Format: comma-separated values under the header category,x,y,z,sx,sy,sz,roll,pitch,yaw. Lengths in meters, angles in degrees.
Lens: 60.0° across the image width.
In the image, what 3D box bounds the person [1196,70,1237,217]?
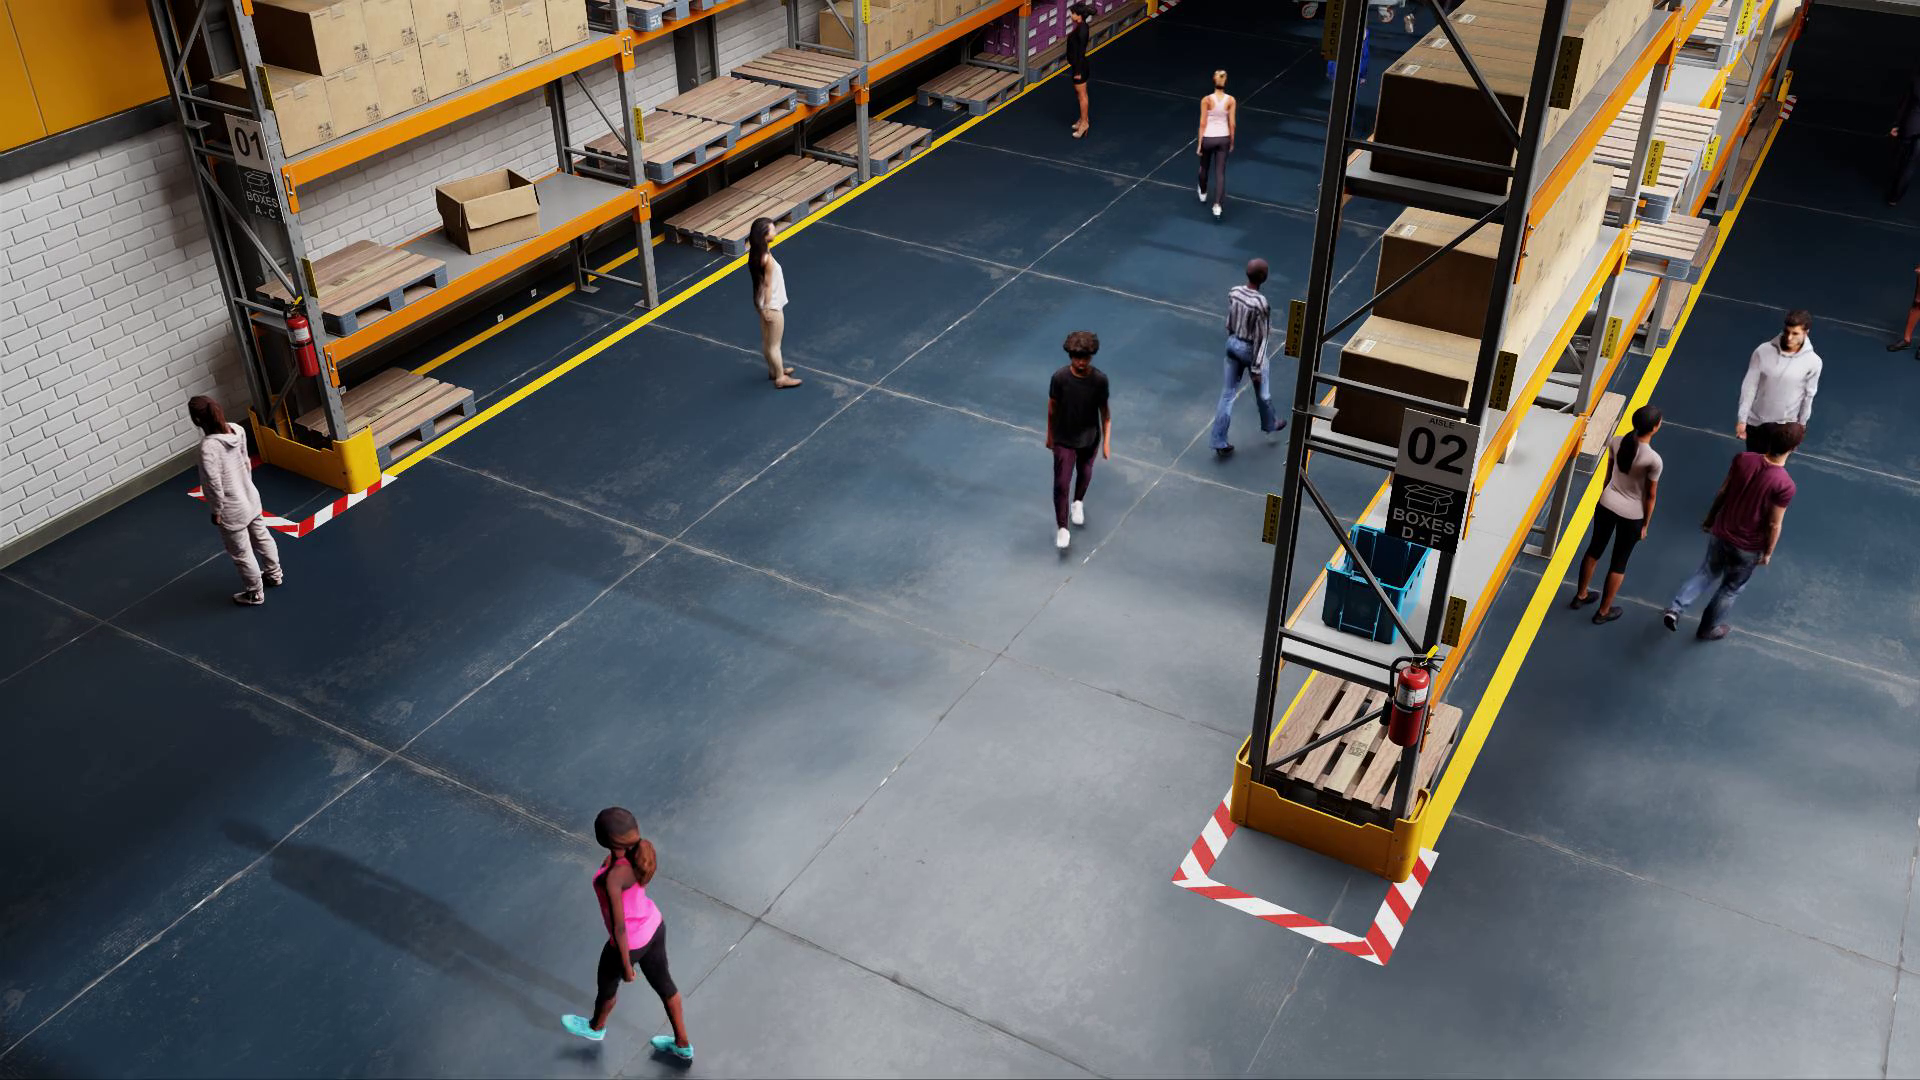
category,x,y,z,sx,sy,sz,roll,pitch,yaw
person,2.855,-4.392,18.515,0.915,1.610,1.162,2,34,3

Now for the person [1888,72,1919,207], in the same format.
category,x,y,z,sx,sy,sz,roll,pitch,yaw
person,10.799,-4.647,18.740,0.767,1.786,1.043,23,40,31

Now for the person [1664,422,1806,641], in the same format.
category,x,y,z,sx,sy,sz,roll,pitch,yaw
person,5.431,0.001,11.716,1.011,1.821,0.936,-20,38,-27

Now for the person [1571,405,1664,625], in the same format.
category,x,y,z,sx,sy,sz,roll,pitch,yaw
person,4.789,-0.197,12.083,0.665,1.745,0.667,-21,39,-29

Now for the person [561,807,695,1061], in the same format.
category,x,y,z,sx,sy,sz,roll,pitch,yaw
person,-1.614,2.101,8.671,0.749,1.695,0.948,12,35,17

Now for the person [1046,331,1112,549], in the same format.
category,x,y,z,sx,sy,sz,roll,pitch,yaw
person,0.924,-0.872,13.096,0.966,1.747,1.135,0,34,0

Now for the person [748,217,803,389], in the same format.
category,x,y,z,sx,sy,sz,roll,pitch,yaw
person,-1.744,-2.145,15.096,0.737,1.654,0.672,-22,39,-29

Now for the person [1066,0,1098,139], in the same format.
category,x,y,z,sx,sy,sz,roll,pitch,yaw
person,1.496,-5.855,20.695,0.731,1.635,0.655,1,34,2

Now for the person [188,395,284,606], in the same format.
category,x,y,z,sx,sy,sz,roll,pitch,yaw
person,-5.359,-0.307,12.295,0.762,1.692,0.610,8,34,11

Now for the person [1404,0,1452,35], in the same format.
category,x,y,z,sx,sy,sz,roll,pitch,yaw
person,6.847,-8.129,23.940,1.140,1.829,1.020,-11,35,-17

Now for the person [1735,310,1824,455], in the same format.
category,x,y,z,sx,sy,sz,roll,pitch,yaw
person,6.423,-0.995,13.171,0.743,1.869,1.234,20,38,27

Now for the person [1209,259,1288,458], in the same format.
category,x,y,z,sx,sy,sz,roll,pitch,yaw
person,2.333,-1.492,14.016,1.177,1.761,0.929,-23,40,-31
